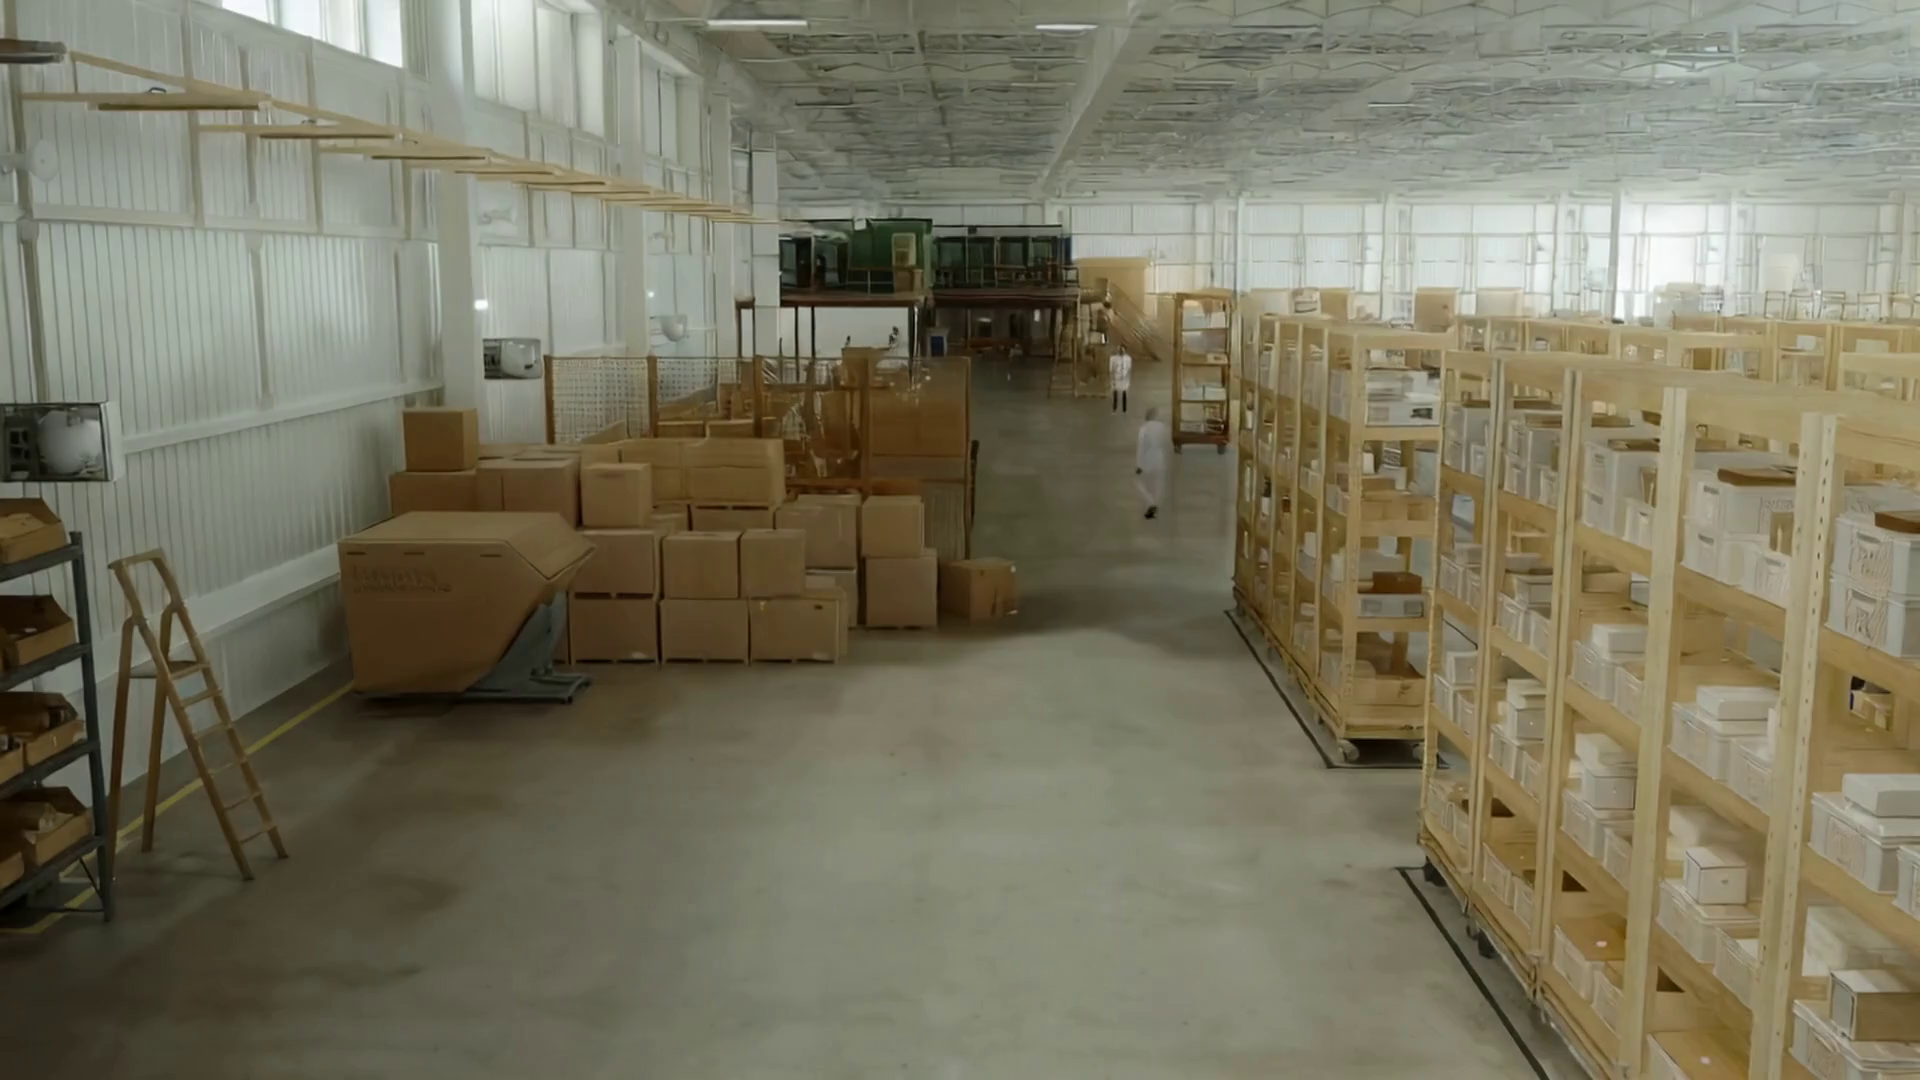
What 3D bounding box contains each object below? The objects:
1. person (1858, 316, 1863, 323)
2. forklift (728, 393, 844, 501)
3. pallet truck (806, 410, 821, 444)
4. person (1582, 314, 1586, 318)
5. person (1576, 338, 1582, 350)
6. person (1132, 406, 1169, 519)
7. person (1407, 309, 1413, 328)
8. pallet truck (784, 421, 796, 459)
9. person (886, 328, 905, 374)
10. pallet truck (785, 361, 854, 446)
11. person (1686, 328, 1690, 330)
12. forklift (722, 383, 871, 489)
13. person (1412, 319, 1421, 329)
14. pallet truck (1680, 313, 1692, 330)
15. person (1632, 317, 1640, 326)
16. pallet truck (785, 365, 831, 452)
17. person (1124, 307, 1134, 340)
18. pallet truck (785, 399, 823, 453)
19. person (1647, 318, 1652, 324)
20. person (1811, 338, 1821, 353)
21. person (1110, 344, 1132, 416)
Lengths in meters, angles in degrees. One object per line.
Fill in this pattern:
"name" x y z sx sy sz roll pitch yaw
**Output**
"person" 43.965 -10.024 81.458 0.596 1.894 0.878 -4 10 -25
"forklift" -2.979 -1.316 26.476 2.680 1.987 1.157 0 9 1
"pallet truck" -3.559 -2.018 33.905 1.522 1.261 0.704 0 9 -1
"person" 33.305 -11.142 88.577 0.796 1.819 0.633 6 11 32
"person" 24.808 -7.811 67.326 0.688 2.000 0.536 2 9 13
"person" 3.133 -1.270 27.443 0.673 1.891 0.435 -8 12 -39
"person" 25.598 -12.179 94.662 0.397 1.919 0.585 6 11 32
"pallet truck" -4.013 -1.793 32.705 1.601 1.201 0.680 0 9 1
"person" -2.575 -7.486 65.983 0.993 1.828 0.606 -6 11 -32
"pallet truck" -3.410 -3.193 38.978 1.885 1.965 0.823 0 9 -1
"person" 26.666 -6.786 61.148 0.381 1.994 0.620 -4 10 -25
"forklift" -2.893 -1.687 28.729 2.680 1.987 1.157 0 9 -1
"person" 20.852 -9.195 76.332 0.647 1.893 0.594 -3 10 -20
"pallet truck" 36.315 -10.531 84.244 0.823 1.965 1.885 -6 11 -33
"person" 31.741 -9.499 78.121 0.593 1.922 0.400 0 9 1
"pallet truck" -3.774 -2.976 37.635 1.885 1.965 0.823 1 9 5
"person" 9.952 -12.748 98.068 0.617 1.946 0.393 -4 10 -22
"pallet truck" -3.814 -2.432 36.419 1.630 1.274 0.653 0 9 1
"person" 35.209 -10.477 84.931 0.803 1.666 0.543 -9 13 -44
"person" 30.145 -6.250 58.569 0.483 1.747 0.554 6 11 34
"person" 4.553 -4.546 47.183 0.608 2.044 0.371 2 9 10
